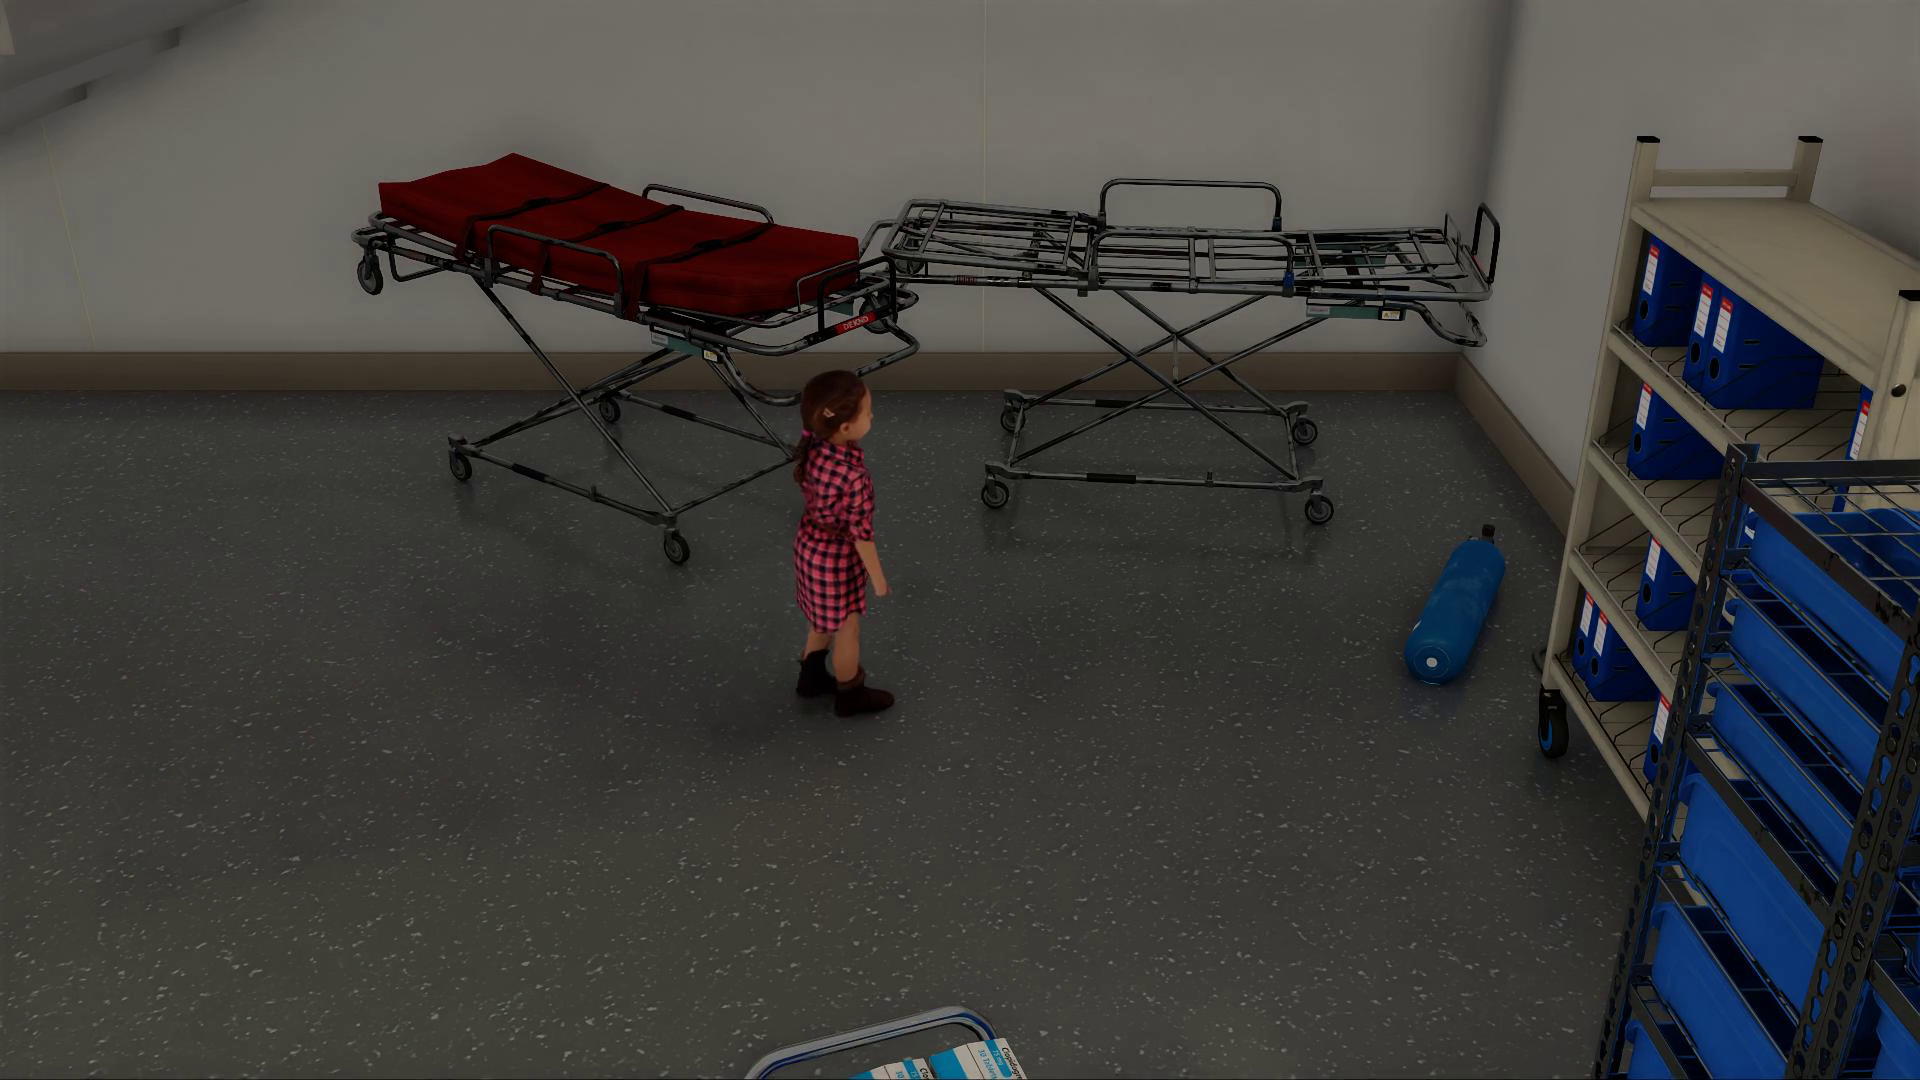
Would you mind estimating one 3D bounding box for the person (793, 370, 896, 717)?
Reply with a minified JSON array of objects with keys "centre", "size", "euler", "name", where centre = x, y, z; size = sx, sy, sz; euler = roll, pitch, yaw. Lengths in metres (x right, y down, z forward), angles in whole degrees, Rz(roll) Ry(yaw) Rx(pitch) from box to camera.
[{"centre":[-0.361,0.031,4.445],"size":[0.582,1.010,0.535],"euler":[-16,30,-30],"name":"person"}]
